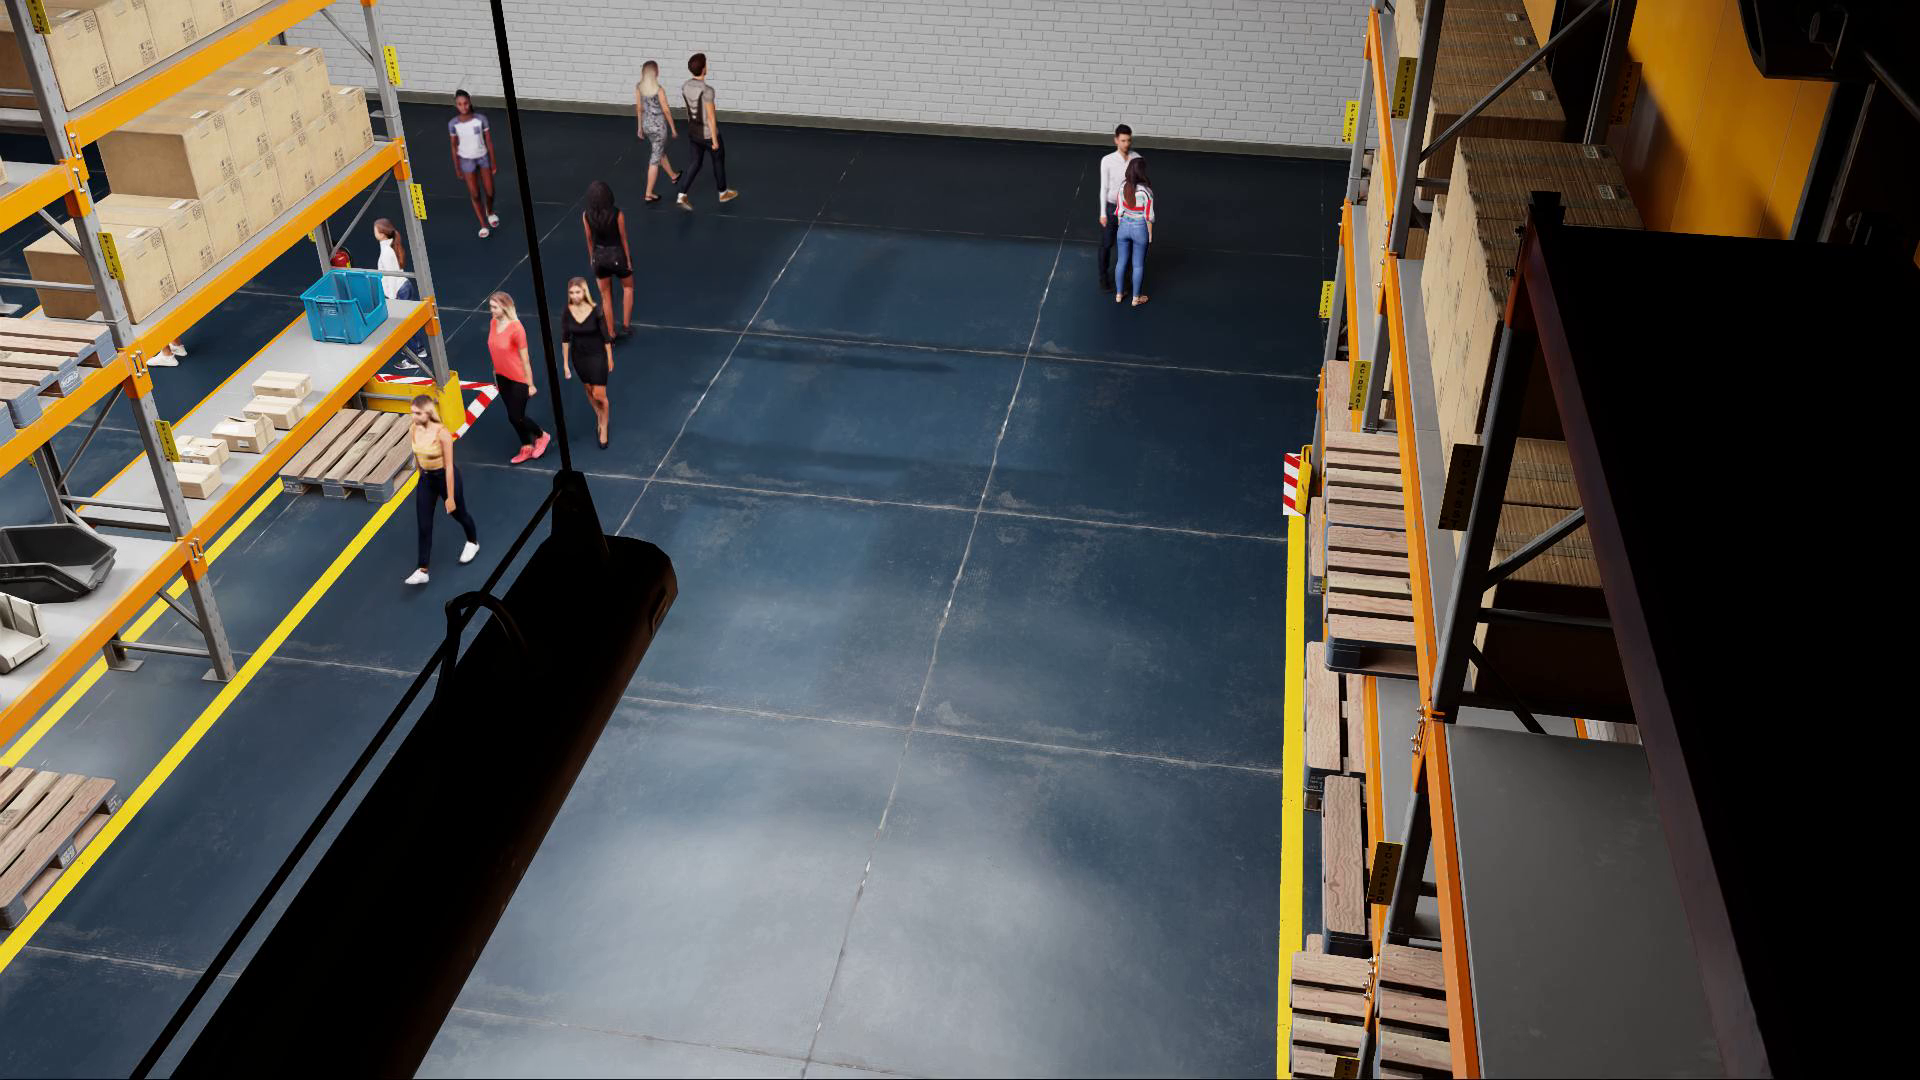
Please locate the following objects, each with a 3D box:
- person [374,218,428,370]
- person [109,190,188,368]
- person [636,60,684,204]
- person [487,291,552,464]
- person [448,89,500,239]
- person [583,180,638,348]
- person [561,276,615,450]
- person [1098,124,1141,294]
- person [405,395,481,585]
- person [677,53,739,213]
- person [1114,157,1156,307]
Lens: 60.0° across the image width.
[{"bbox_3d":[-5.546,-2.455,16.465,0.620,1.558,0.489,1,34,2],"label":"person"},{"bbox_3d":[-8.049,-2.620,16.434,0.724,1.866,0.537,2,34,3],"label":"person"},{"bbox_3d":[-3.728,-4.868,20.007,0.844,1.656,1.131,18,38,25],"label":"person"},{"bbox_3d":[-3.900,-1.458,14.854,0.749,1.680,0.800,24,41,32],"label":"person"},{"bbox_3d":[-5.594,-4.372,19.210,0.748,1.712,0.781,-9,35,-13],"label":"person"},{"bbox_3d":[-3.540,-2.743,16.748,0.626,1.724,0.636,3,34,4],"label":"person"},{"bbox_3d":[-3.354,-1.671,15.197,0.586,1.656,0.678,4,34,5],"label":"person"},{"bbox_3d":[1.711,-3.582,17.888,0.697,1.859,0.710,-9,35,-13],"label":"person"},{"bbox_3d":[-4.146,-0.468,13.445,0.717,1.592,1.082,12,35,18],"label":"person"},{"bbox_3d":[-3.099,-4.783,19.690,0.959,1.865,1.272,19,38,26],"label":"person"},{"bbox_3d":[1.840,-3.289,17.671,0.659,1.612,0.628,19,38,26],"label":"person"}]
